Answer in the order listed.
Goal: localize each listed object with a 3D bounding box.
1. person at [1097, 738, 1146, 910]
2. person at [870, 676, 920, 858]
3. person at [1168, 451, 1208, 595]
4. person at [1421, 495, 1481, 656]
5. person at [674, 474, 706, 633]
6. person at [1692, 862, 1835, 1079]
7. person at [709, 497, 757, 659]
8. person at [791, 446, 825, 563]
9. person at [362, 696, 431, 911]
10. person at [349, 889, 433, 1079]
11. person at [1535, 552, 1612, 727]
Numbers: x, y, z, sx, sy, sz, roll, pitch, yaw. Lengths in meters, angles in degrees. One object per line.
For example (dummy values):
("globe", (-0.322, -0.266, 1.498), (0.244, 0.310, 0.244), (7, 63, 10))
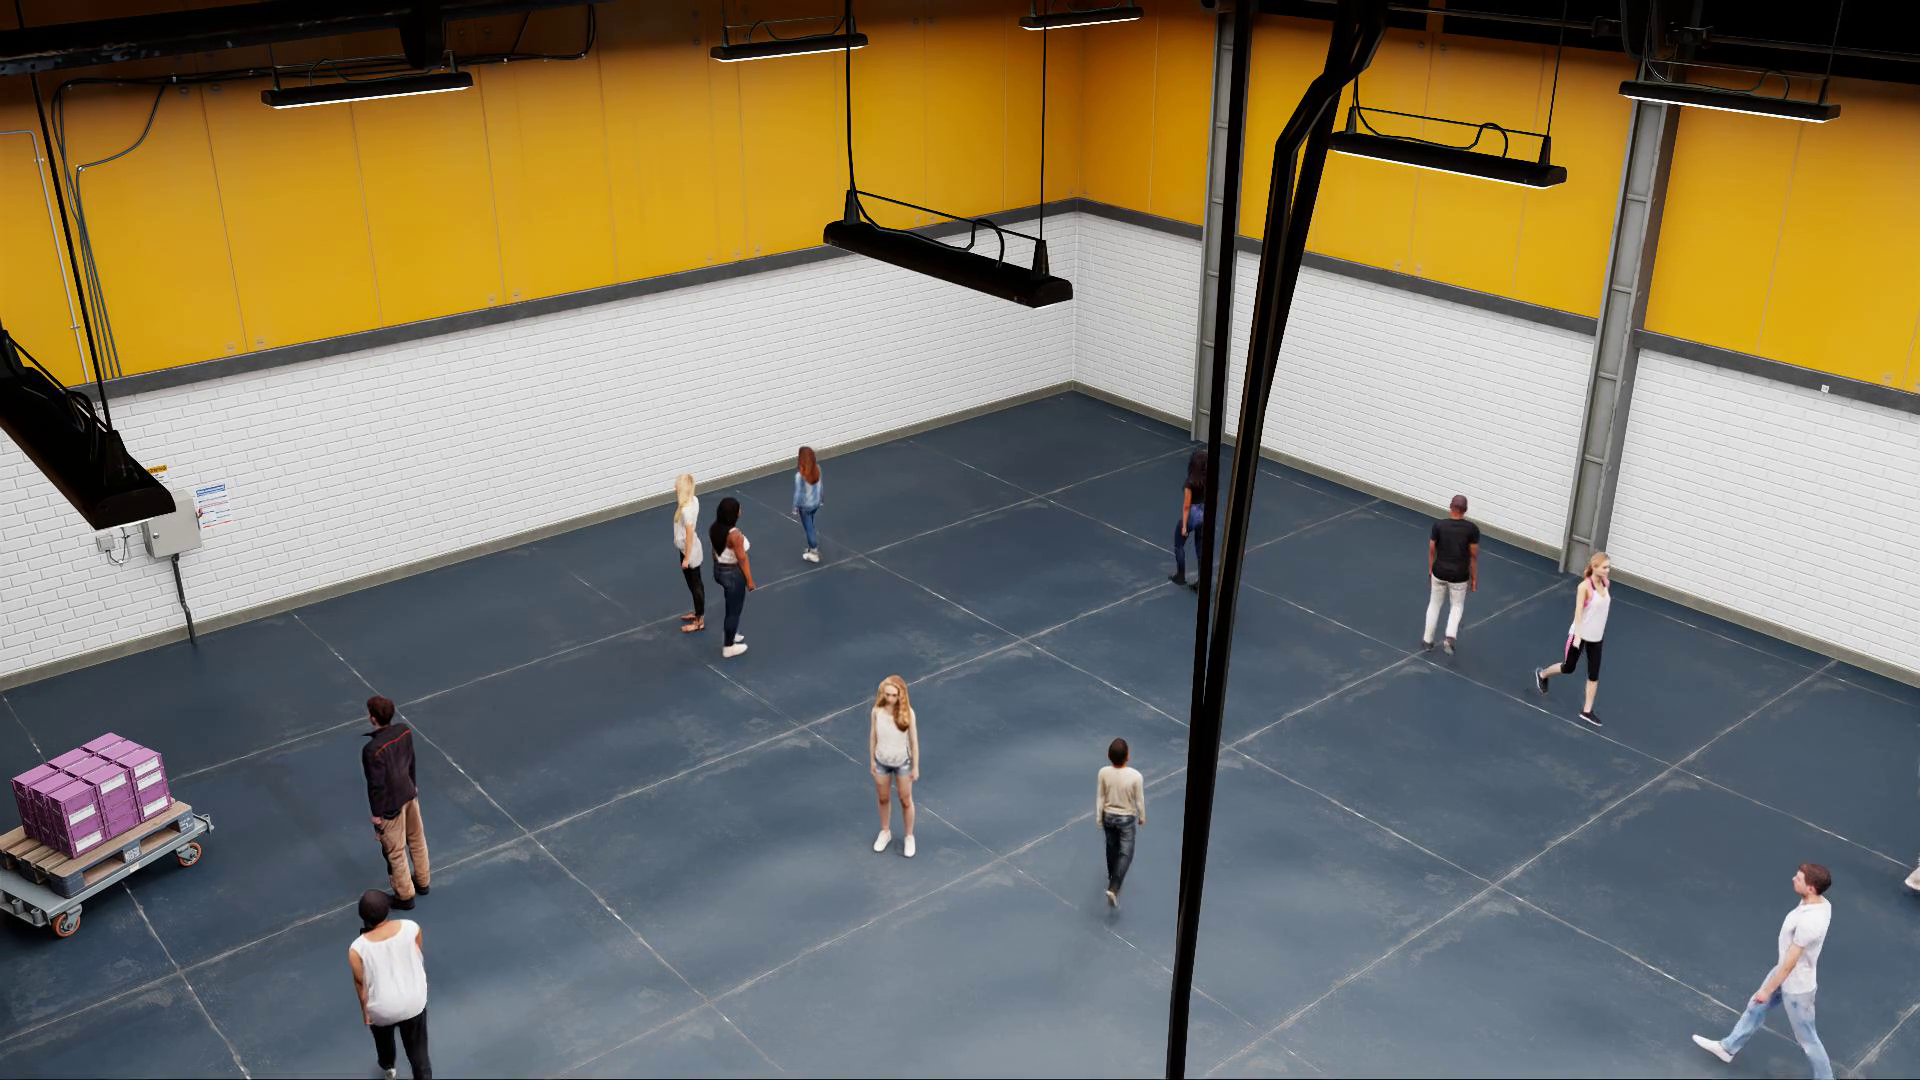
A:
("person", (1.306, 2.344, 13.753), (0.948, 1.444, 0.884), (9, 25, 19))
("person", (-0.566, 1.925, 14.329), (0.642, 1.751, 0.732), (7, 24, 15))
("person", (2.769, -0.168, 19.158), (0.674, 1.719, 0.821), (-12, 26, -26))
("person", (5.253, 0.420, 17.735), (0.922, 1.780, 0.958), (6, 24, 14))
("person", (-2.969, 0.124, 18.355), (0.745, 1.826, 0.652), (-2, 24, -4))
("person", (5.891, 3.114, 11.543), (1.301, 1.804, 0.971), (13, 27, 27))
("person", (-2.528, 0.423, 17.705), (0.711, 1.800, 0.569), (-16, 28, -33))
("person", (-1.766, -0.414, 20.032), (0.602, 1.470, 0.632), (18, 29, 35))
("person", (-4.629, 2.139, 13.622), (0.784, 1.925, 0.790), (9, 25, 20))
("person", (-3.909, 3.195, 11.533), (0.776, 1.663, 1.126), (-12, 27, -26))
("person", (6.164, 0.930, 16.591), (0.815, 1.763, 1.162), (-11, 26, -23))
